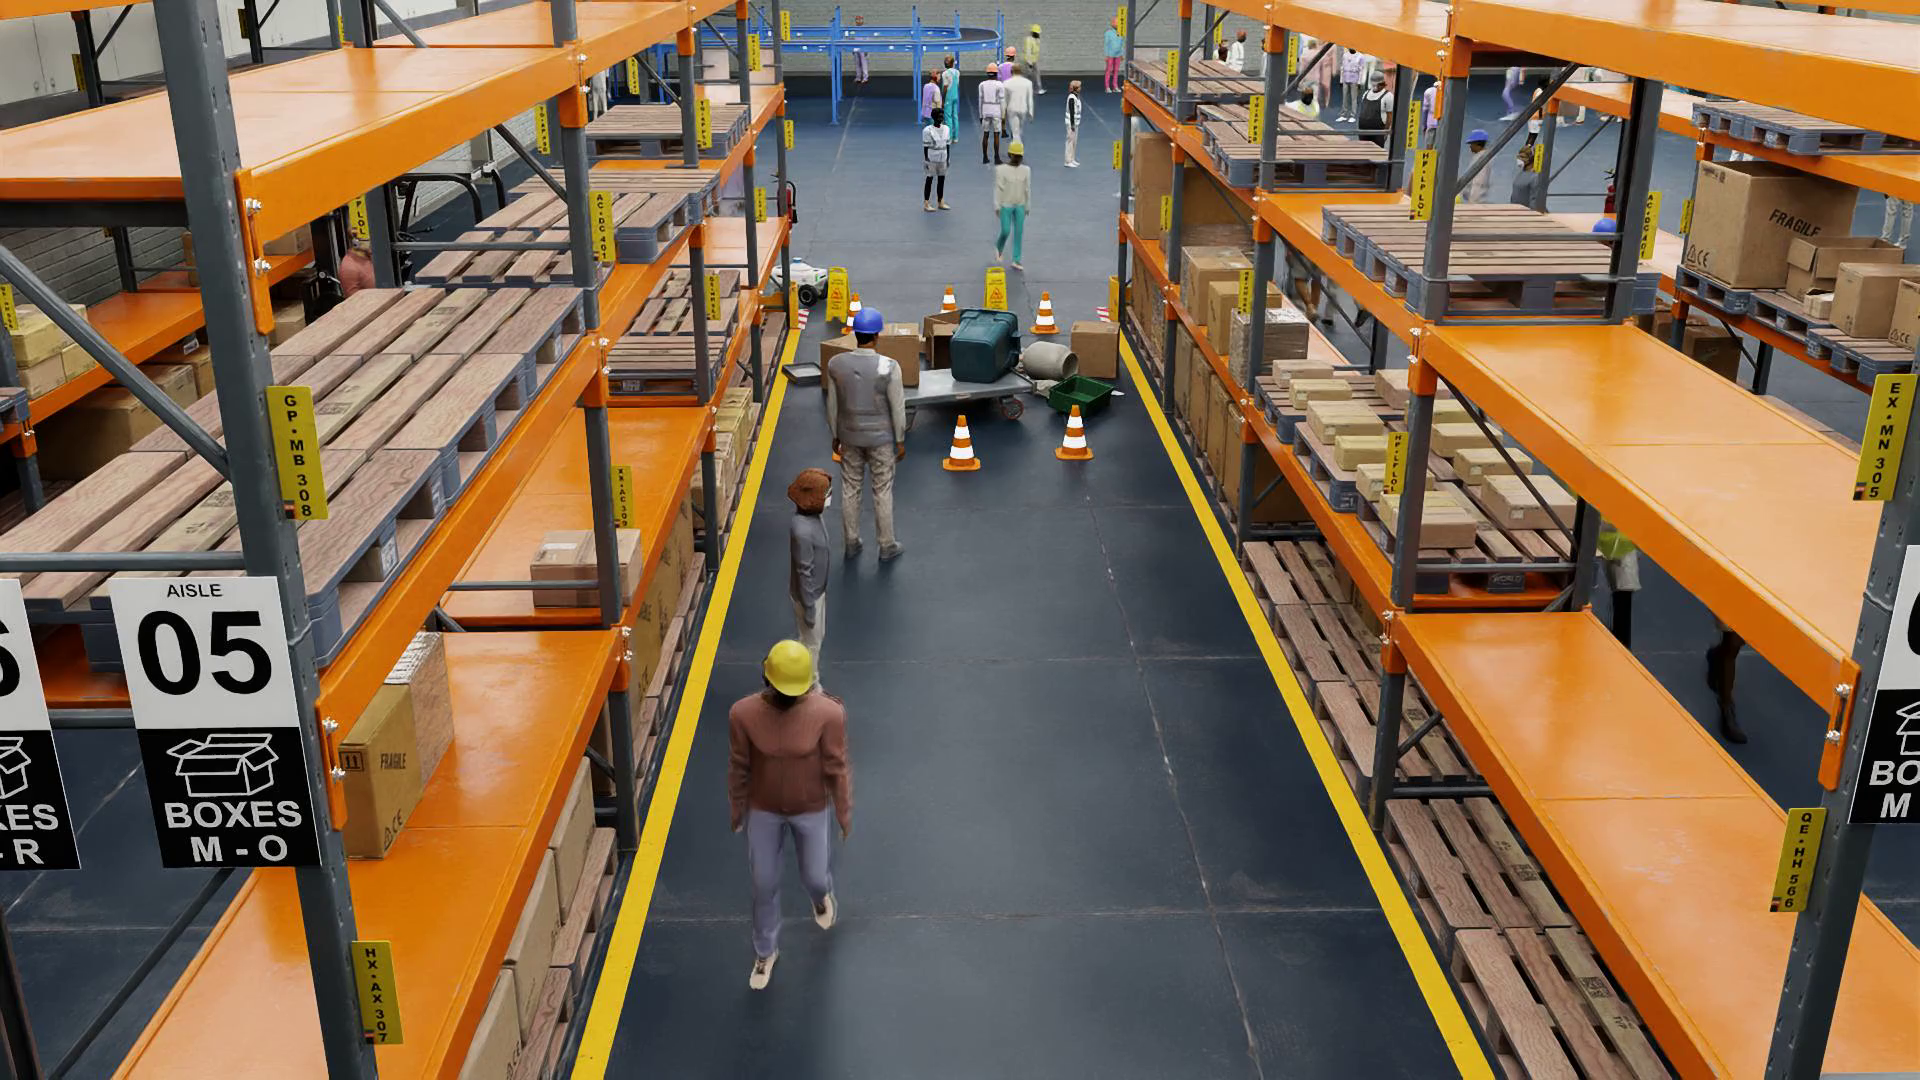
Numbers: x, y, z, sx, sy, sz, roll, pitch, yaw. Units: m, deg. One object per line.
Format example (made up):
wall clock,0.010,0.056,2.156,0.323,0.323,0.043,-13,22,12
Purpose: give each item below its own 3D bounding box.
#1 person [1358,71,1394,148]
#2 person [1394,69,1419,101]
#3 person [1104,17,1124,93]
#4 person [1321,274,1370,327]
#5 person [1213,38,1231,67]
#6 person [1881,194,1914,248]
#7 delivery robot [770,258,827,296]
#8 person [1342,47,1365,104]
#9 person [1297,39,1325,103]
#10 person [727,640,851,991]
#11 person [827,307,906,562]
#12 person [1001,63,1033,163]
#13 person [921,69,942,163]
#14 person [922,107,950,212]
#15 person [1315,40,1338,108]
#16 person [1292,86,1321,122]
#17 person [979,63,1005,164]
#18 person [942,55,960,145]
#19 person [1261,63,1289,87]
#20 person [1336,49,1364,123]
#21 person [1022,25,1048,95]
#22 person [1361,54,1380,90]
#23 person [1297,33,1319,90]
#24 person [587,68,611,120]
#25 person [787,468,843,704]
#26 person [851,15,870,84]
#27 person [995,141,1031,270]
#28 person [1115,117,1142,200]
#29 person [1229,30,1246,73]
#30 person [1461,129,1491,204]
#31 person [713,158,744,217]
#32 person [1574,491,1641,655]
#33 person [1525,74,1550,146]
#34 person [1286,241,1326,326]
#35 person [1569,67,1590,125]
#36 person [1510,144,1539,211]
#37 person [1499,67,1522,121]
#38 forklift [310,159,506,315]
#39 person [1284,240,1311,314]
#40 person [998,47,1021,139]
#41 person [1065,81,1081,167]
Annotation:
person,7.419,-7.402,29.920,0.537,2.000,0.678,-17,27,-38
person,10.165,-10.456,37.992,0.536,2.000,0.688,-1,21,-2
person,4.215,-13.256,45.469,0.610,1.986,0.392,-12,24,-29
person,4.566,-3.362,19.558,0.615,1.814,0.658,-7,22,-19
person,6.300,-11.221,40.311,0.573,1.832,0.407,-14,25,-33
person,13.807,-5.152,24.402,0.486,1.738,0.320,0,21,1
delivery robot,-2.057,-3.339,21.117,0.707,0.478,0.477,8,22,20
person,10.077,-12.166,42.655,0.544,1.939,0.354,1,21,2
person,8.188,-10.749,38.957,0.669,1.893,0.845,-3,21,-9
person,-0.777,1.196,7.608,0.573,1.735,0.571,0,21,1
person,-0.696,-0.794,12.580,0.616,1.945,0.404,6,22,17
person,1.094,-8.496,33.033,0.651,1.876,1.062,-7,22,-19
person,-0.541,-8.185,32.260,0.374,1.843,0.568,-11,23,-26
person,-0.389,-6.277,27.438,0.532,1.691,0.322,-15,25,-34
person,9.119,-11.825,41.815,0.656,1.914,0.400,12,24,29
person,6.057,-7.072,29.354,0.634,1.828,0.432,-7,22,-17
person,0.632,-8.338,32.553,0.543,1.929,0.385,8,22,21
person,-0.223,-9.350,35.341,0.345,1.846,0.507,15,25,34
person,7.122,-10.304,37.796,0.679,1.889,0.866,-2,21,-5
person,9.170,-10.792,39.036,0.584,1.927,0.367,19,28,41
person,1.969,-12.910,44.745,1.022,1.839,0.593,17,27,38
person,11.314,-13.307,45.951,0.585,1.733,0.393,4,21,11
person,9.606,-13.376,45.883,0.594,1.915,0.373,-5,21,-13
person,-7.979,-9.886,36.723,0.513,1.872,0.328,-3,21,-7
person,-0.892,0.332,10.057,0.285,1.623,0.510,1,21,3
person,-2.877,-14.090,47.783,0.407,1.910,0.638,-19,28,-41
person,0.720,-4.638,23.001,0.542,1.751,0.475,-8,22,-20
person,2.910,-6.693,28.519,0.464,1.709,0.493,5,21,12
person,7.021,-11.977,42.252,0.359,1.870,0.589,9,23,23
person,7.055,-4.664,22.871,0.586,1.900,0.647,2,21,6
person,-3.131,-4.694,22.936,0.717,1.916,0.633,8,22,21
person,4.150,0.097,10.615,0.552,1.654,0.824,0,21,0
person,11.404,-8.331,32.869,0.324,1.689,0.536,4,21,9
person,4.129,-3.388,19.328,0.623,2.026,0.614,-2,21,-5
person,14.452,-10.487,38.654,0.295,1.622,0.511,12,24,29
person,7.218,-4.088,21.323,0.368,1.932,0.623,-2,21,-6
person,12.984,-10.846,39.211,0.465,1.899,0.621,-1,21,-3
forklift,-5.622,-2.910,17.832,2.313,2.155,1.214,-1,21,-1
person,4.204,-3.628,20.348,0.441,1.752,0.536,10,23,25
person,1.091,-9.752,36.270,0.542,1.939,0.363,11,23,27
person,2.196,-8.075,32.273,0.314,1.632,0.523,5,21,13
